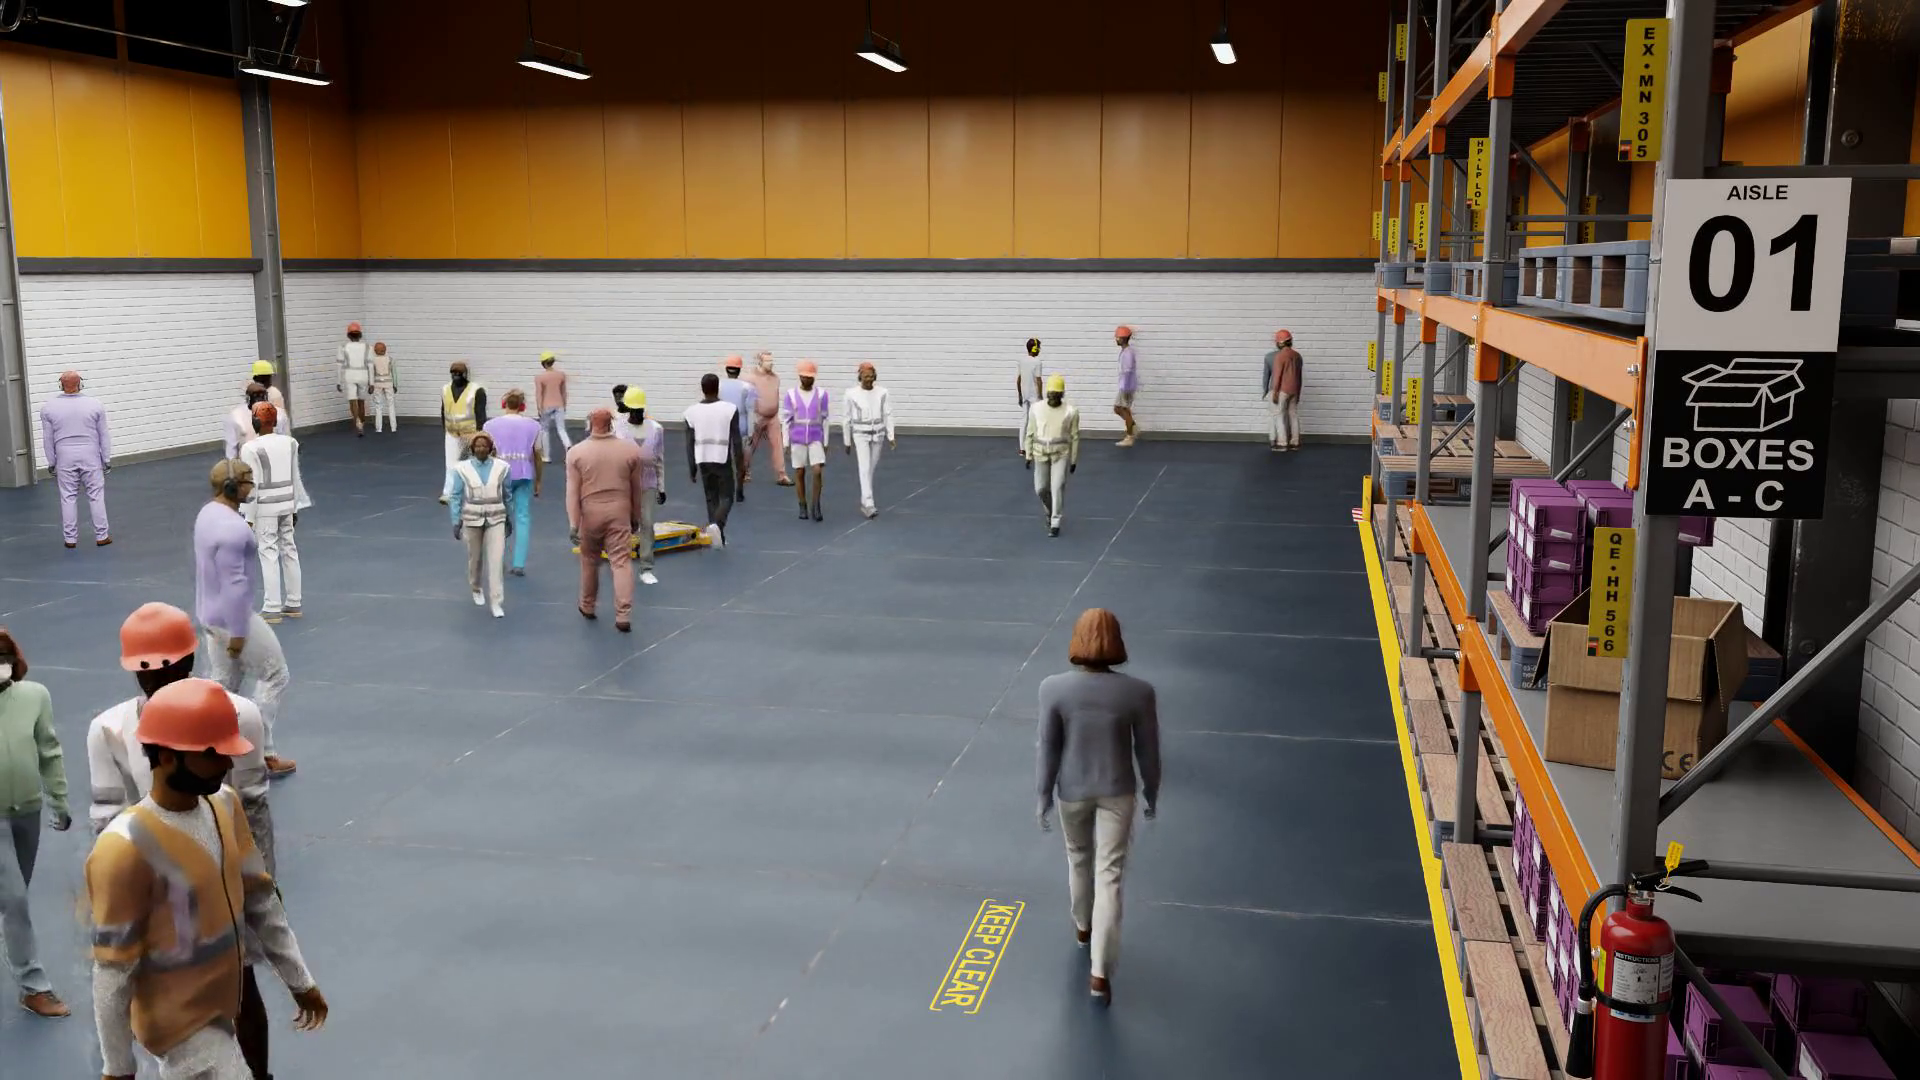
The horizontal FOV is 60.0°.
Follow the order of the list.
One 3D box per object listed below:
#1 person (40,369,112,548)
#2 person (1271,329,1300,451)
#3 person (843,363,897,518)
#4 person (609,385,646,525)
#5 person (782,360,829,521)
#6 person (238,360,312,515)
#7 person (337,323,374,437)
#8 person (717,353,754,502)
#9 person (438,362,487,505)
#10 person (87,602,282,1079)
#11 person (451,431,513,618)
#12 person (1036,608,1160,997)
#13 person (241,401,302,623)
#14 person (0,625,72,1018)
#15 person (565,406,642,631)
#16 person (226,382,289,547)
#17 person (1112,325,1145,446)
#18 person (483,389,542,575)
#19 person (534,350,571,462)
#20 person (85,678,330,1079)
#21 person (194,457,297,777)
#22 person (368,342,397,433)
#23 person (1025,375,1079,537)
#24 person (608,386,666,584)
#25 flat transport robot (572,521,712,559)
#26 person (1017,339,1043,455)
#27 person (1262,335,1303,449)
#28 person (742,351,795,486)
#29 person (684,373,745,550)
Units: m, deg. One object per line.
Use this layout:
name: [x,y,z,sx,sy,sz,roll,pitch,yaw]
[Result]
person: [-9.454,-0.870,17.844,0.641,1.913,0.408,-4,10,-23]
person: [5.263,-2.431,27.075,0.459,1.978,0.613,9,13,44]
person: [-1.080,-1.203,20.032,0.576,1.847,0.867,-4,10,-23]
person: [-3.829,-0.939,19.018,0.541,1.652,0.859,0,9,-3]
person: [-1.810,-1.162,19.611,0.569,1.905,0.778,-1,10,-9]
person: [-8.430,-1.247,20.238,1.004,1.873,0.594,-5,11,-28]
person: [-10.658,-2.828,29.367,0.620,2.013,0.944,-5,11,-28]
person: [-2.879,-1.405,21.053,0.563,1.918,0.674,-1,9,-6]
person: [-6.315,-1.353,21.121,0.649,1.791,0.951,2,10,11]
person: [-2.603,1.150,5.622,0.563,1.934,0.380,-3,10,-16]
person: [-4.173,-0.167,14.533,0.527,1.605,0.810,-4,10,-21]
person: [0.587,1.076,7.084,0.517,1.587,0.850,1,10,8]
person: [-5.846,-0.237,14.117,0.355,1.883,0.575,4,10,22]
person: [-3.962,1.113,6.832,0.795,1.605,0.507,5,11,27]
person: [-2.985,-0.193,13.964,0.665,1.850,1.001,-4,10,-24]
person: [-7.450,-0.788,17.697,0.637,1.798,0.971,-4,10,-25]
person: [2.761,-2.554,27.671,0.493,2.027,0.603,-1,9,-4]
person: [-4.434,-0.583,16.442,0.593,1.795,0.927,-5,10,-25]
person: [-6.184,-2.023,25.294,0.532,1.741,0.702,-7,12,-35]
person: [-2.049,1.320,4.671,0.811,1.897,0.540,0,9,1]
person: [-4.202,0.464,9.800,0.594,1.921,0.630,-8,12,-39]
person: [-10.382,-2.736,29.904,0.523,1.638,0.310,-5,11,-27]
person: [1.054,-0.970,18.753,0.600,1.808,0.697,3,10,16]
person: [-3.152,-0.546,15.980,0.599,1.894,0.807,-5,11,-29]
flat transport robot: [-3.326,-0.006,17.571,0.652,0.197,1.431,7,12,37]
person: [1.128,-2.253,26.325,0.332,1.863,0.516,-9,13,-43]
person: [5.282,-2.434,27.297,0.656,1.948,0.635,2,10,13]
person: [-2.724,-1.675,22.885,0.643,1.862,1.003,-8,13,-41]
person: [-2.599,-0.806,17.516,0.627,1.892,0.651,1,9,7]
